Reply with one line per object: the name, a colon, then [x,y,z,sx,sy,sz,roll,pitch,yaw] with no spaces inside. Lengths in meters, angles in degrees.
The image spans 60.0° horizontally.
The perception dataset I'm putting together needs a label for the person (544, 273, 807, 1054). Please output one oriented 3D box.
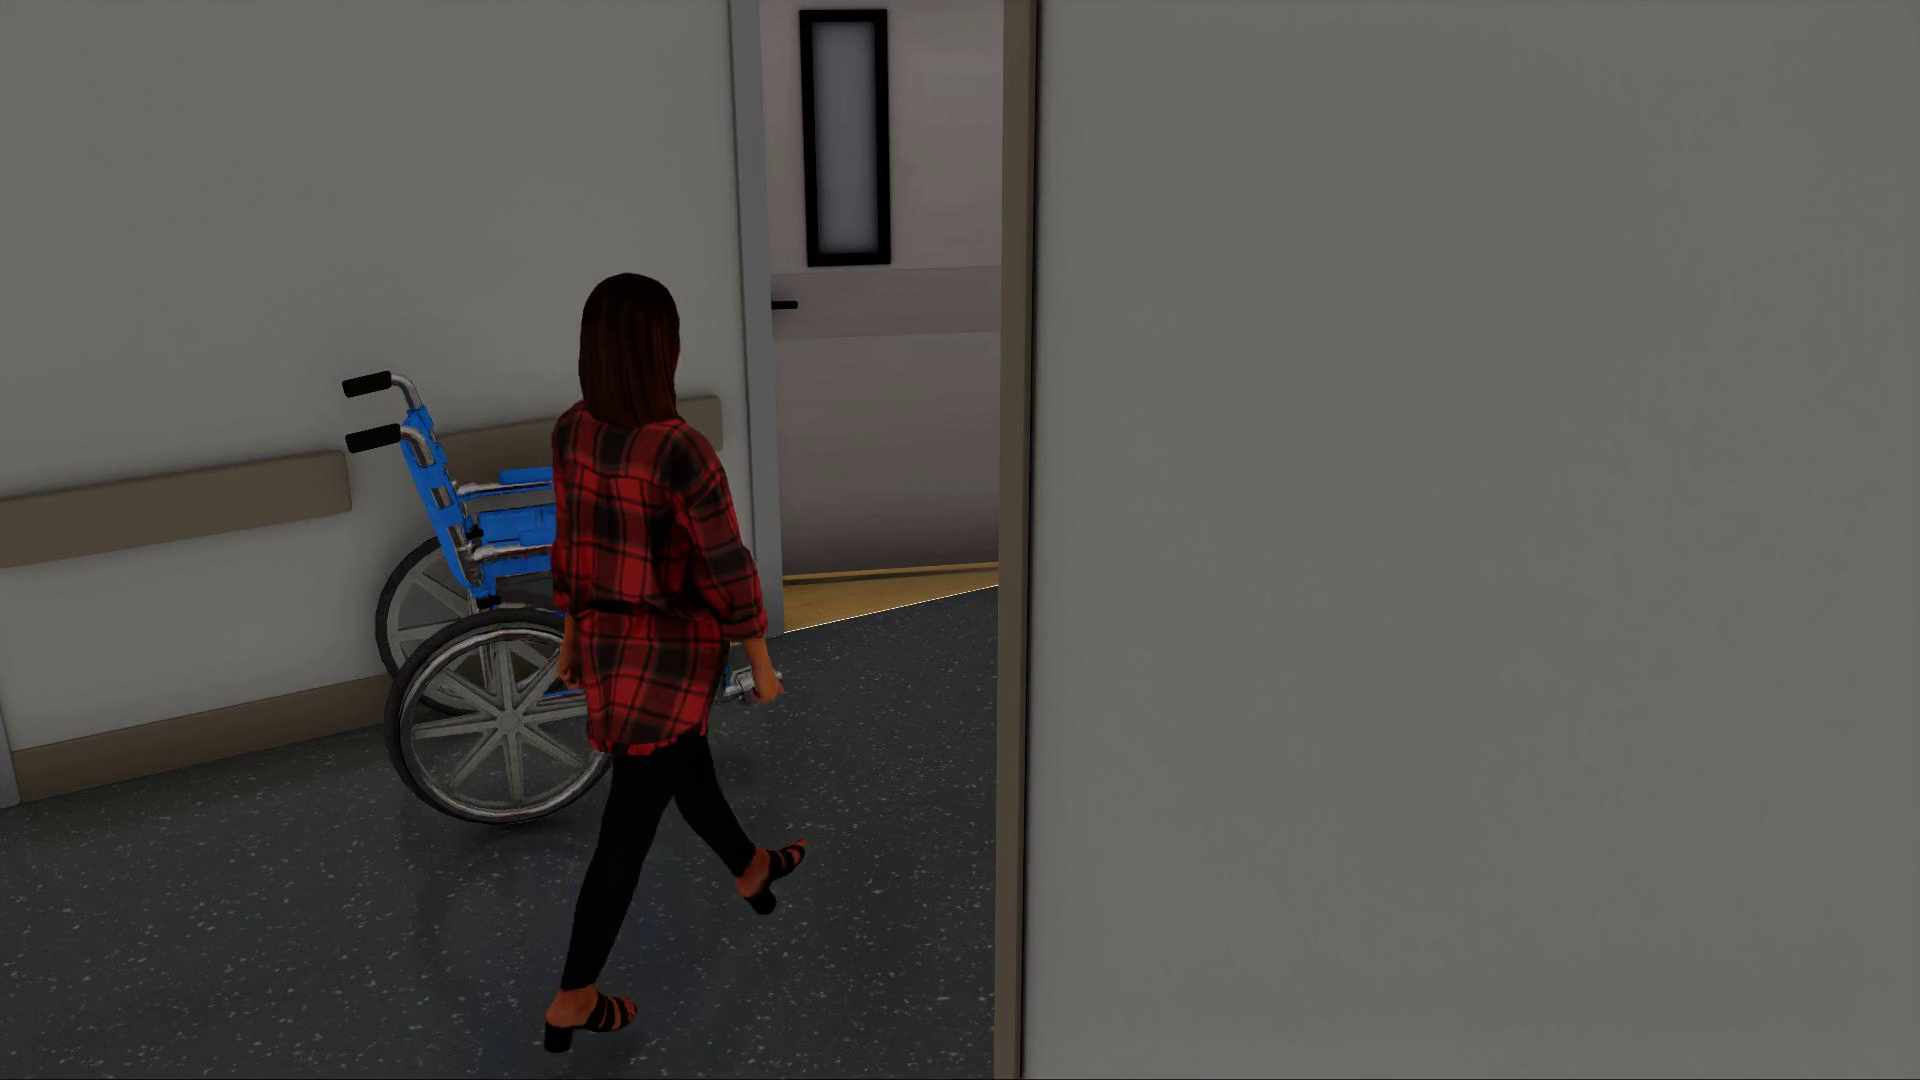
person: [-0.715,0.322,3.518,0.928,1.648,1.191,15,25,34]
